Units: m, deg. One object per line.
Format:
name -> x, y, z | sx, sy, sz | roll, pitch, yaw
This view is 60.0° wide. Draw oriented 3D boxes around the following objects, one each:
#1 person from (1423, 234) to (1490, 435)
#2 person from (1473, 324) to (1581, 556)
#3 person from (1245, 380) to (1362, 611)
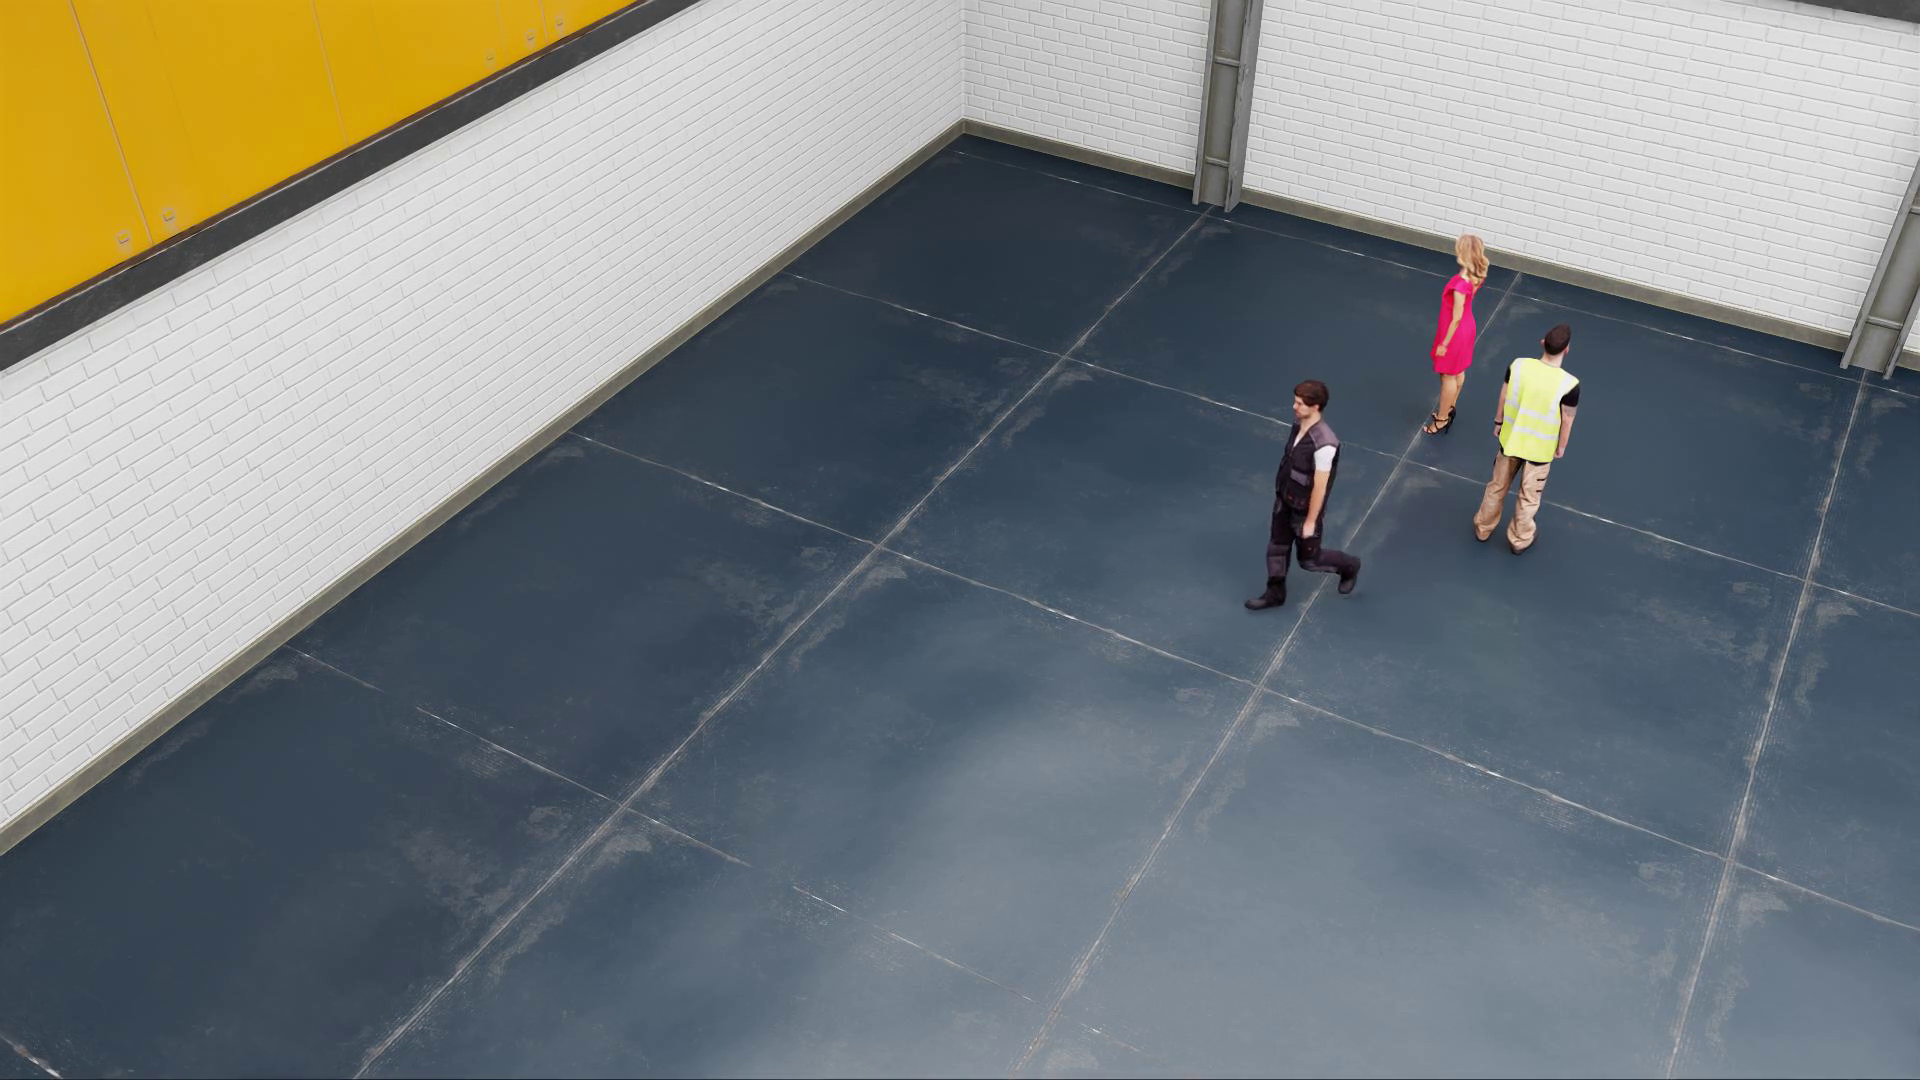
person -> 3.876, -1.599, 12.949 | 0.553, 1.727, 0.584 | 24, 44, 27
person -> 4.021, -0.710, 11.743 | 0.667, 1.842, 0.790 | 26, 45, 29
person -> 2.397, -0.272, 11.212 | 1.114, 1.821, 1.084 | -12, 40, -14
